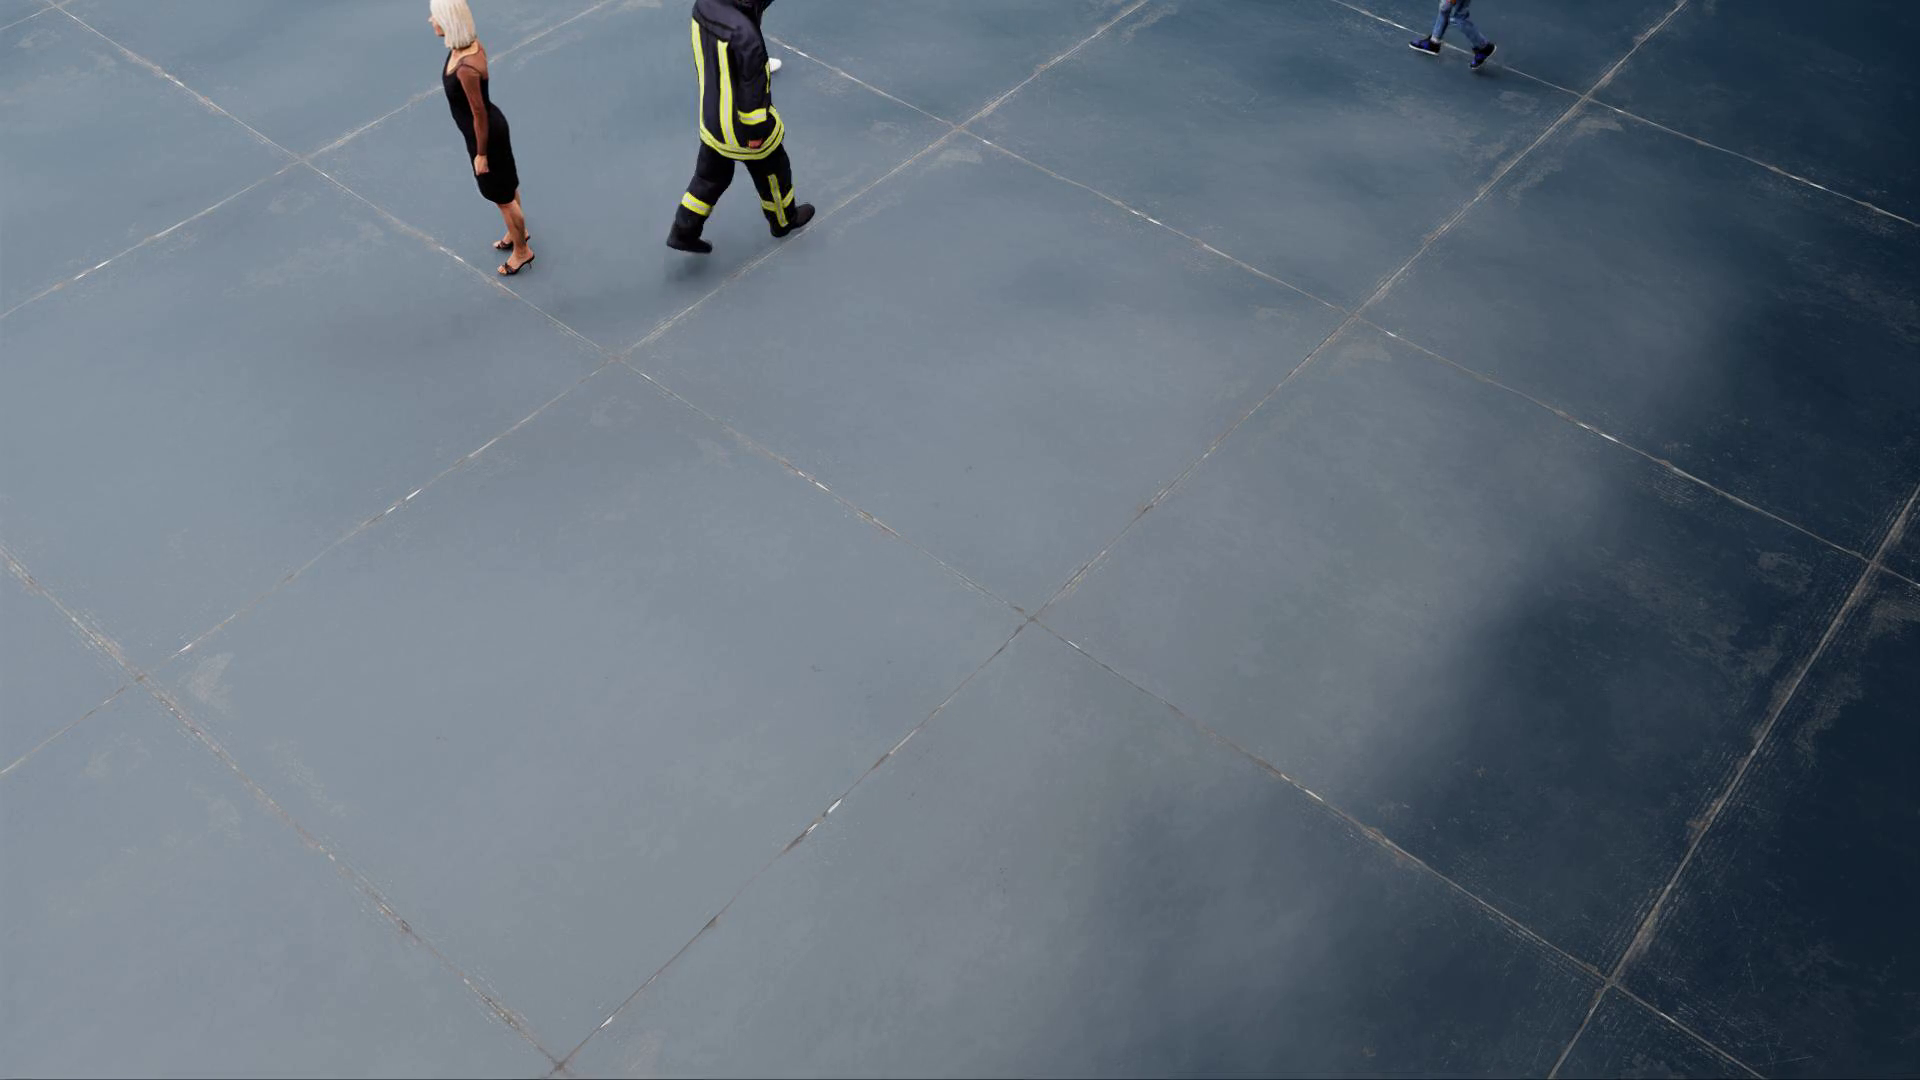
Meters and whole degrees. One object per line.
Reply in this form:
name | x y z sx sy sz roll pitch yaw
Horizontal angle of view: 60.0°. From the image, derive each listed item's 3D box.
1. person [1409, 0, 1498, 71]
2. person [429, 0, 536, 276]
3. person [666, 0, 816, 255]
person | 3.402 -3.724 11.046 0.704 1.239 0.805 19 50 17
person | -2.665 -2.272 9.357 0.699 1.747 0.662 -8 48 -8
person | -1.350 -2.401 9.381 1.265 1.888 0.931 -32 55 -26
